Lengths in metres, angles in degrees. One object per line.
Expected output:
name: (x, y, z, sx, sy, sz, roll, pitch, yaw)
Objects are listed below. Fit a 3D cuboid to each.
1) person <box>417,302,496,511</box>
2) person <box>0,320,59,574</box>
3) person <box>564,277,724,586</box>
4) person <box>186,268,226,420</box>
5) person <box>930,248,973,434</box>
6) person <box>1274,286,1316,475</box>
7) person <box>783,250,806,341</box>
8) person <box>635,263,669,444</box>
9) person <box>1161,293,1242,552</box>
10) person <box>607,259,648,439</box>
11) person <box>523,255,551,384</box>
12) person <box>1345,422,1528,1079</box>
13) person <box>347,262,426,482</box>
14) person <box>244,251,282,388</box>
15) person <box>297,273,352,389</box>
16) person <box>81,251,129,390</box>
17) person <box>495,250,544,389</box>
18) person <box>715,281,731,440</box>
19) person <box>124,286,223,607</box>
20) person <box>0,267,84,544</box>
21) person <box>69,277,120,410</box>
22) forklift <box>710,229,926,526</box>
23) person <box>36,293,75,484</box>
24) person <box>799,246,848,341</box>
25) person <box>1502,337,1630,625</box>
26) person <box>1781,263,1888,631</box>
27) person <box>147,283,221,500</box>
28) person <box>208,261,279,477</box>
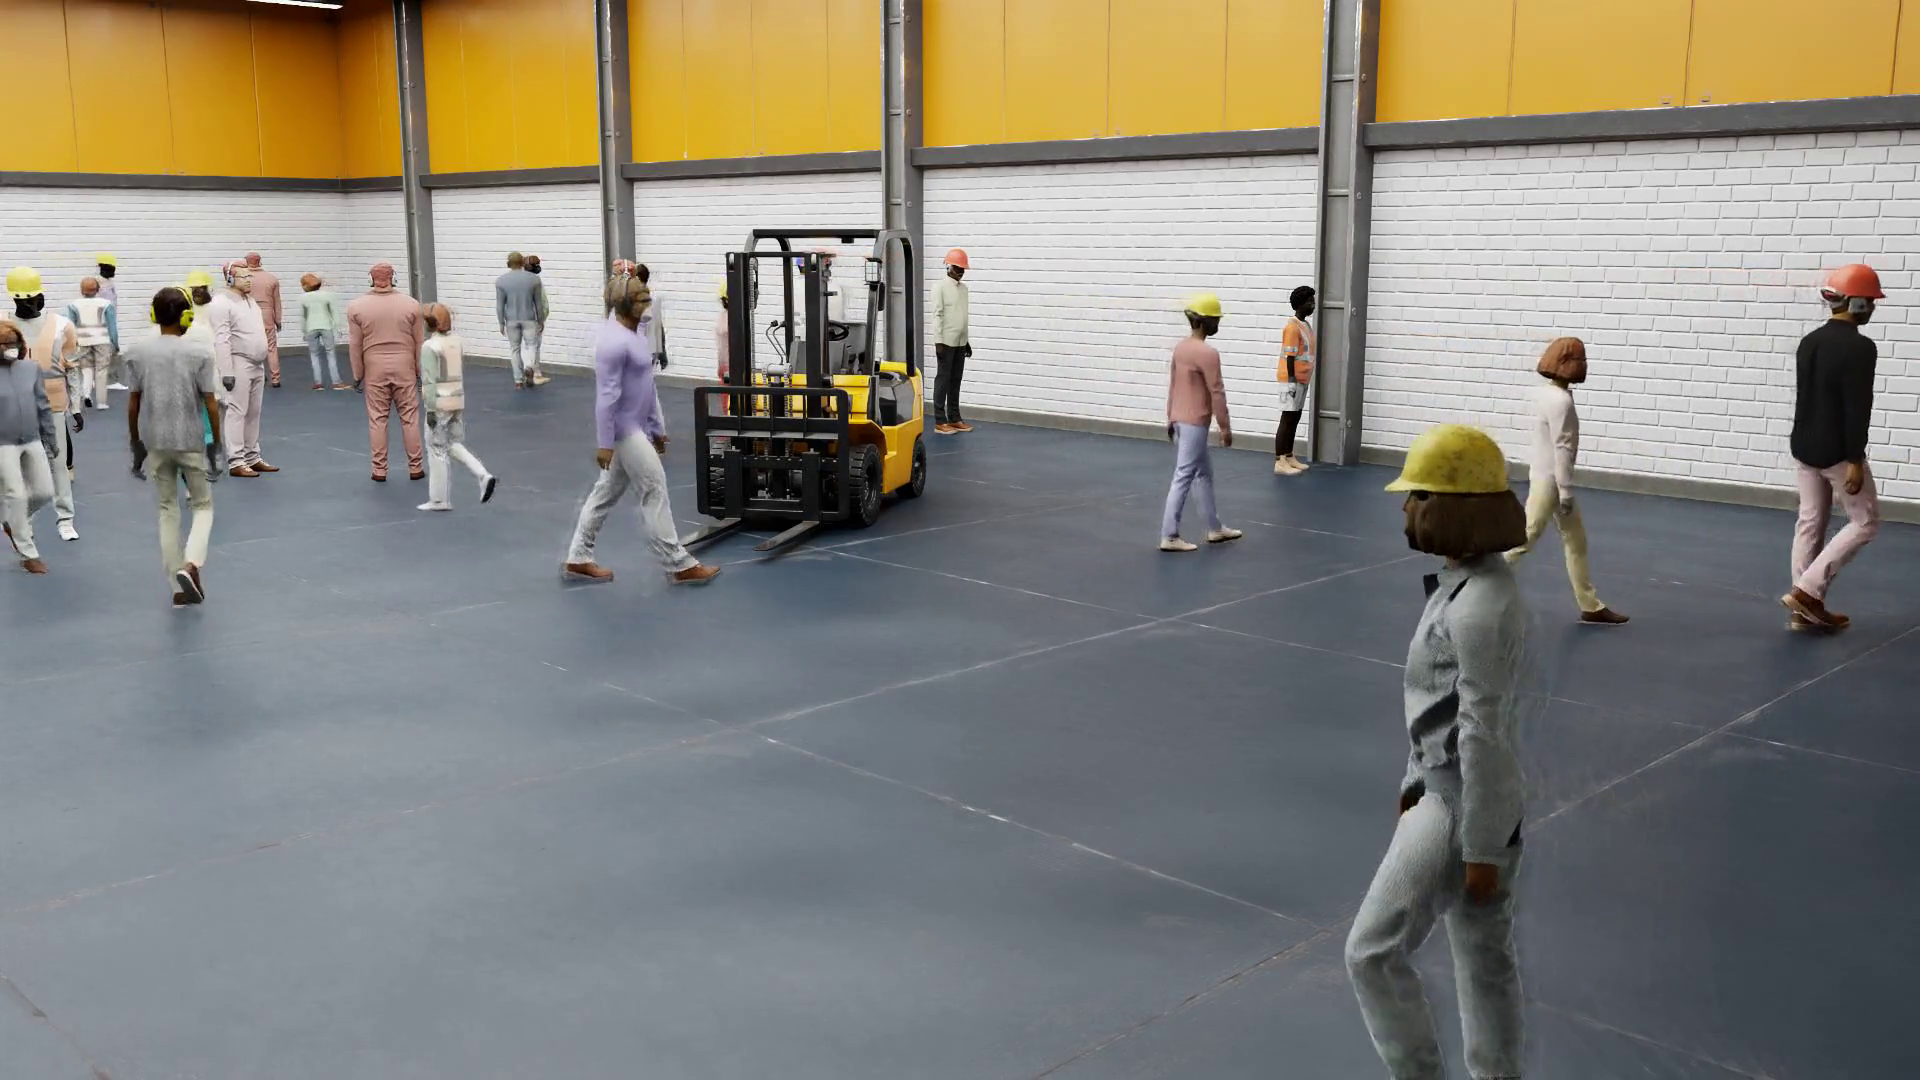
person: (-3.942, -1.020, 12.818, 0.534, 1.623, 0.527, 3, 11, 14)
person: (-6.014, -0.592, 10.524, 0.503, 1.612, 0.541, 6, 12, 28)
person: (-1.992, -0.649, 10.117, 1.015, 1.886, 0.650, 0, 10, 1)
person: (-7.417, -1.774, 16.438, 0.609, 1.812, 0.631, -1, 10, -7)
person: (-0.071, -2.146, 17.989, 0.391, 1.988, 0.611, 7, 12, 34)
person: (3.006, -1.428, 14.894, 0.322, 1.690, 0.532, 5, 11, 24)
person: (-1.840, -2.491, 19.977, 0.605, 1.951, 0.383, 6, 12, 28)
person: (-3.289, -1.906, 17.077, 0.717, 1.841, 0.551, 5, 11, 23)
person: (1.693, -0.787, 11.237, 0.784, 1.733, 0.553, -3, 11, -18)
person: (-3.121, -1.665, 15.592, 0.410, 1.909, 0.642, -4, 11, -20)
person: (-6.130, -3.167, 23.954, 0.429, 1.845, 0.621, 1, 10, 4)
person: (1.074, 0.602, 3.722, 0.530, 1.728, 0.484, 4, 11, 22)
person: (-4.958, -1.455, 14.461, 0.638, 1.903, 0.409, -4, 11, -19)
person: (-9.827, -3.071, 23.256, 0.648, 1.907, 0.401, -7, 13, -35)
person: (-8.820, -2.890, 23.078, 0.656, 1.605, 0.363, -3, 11, -16)
person: (-11.752, -2.996, 22.828, 0.529, 1.908, 0.618, 0, 10, -2)
person: (-6.054, -3.014, 22.893, 0.639, 1.924, 0.709, -3, 11, -15)
person: (-2.118, -1.588, 15.691, 0.353, 1.724, 0.626, -5, 11, -25)
person: (-4.484, -0.506, 9.457, 0.541, 1.849, 0.475, -2, 11, -12)
person: (-6.421, -0.930, 11.555, 0.585, 1.917, 0.382, -5, 12, -28)
person: (-10.564, -2.393, 20.320, 0.528, 1.624, 0.372, -1, 10, -8)
forklift: (-1.050, -1.319, 12.920, 1.214, 2.155, 2.313, 2, 11, 13)
person: (-7.819, -1.293, 14.130, 0.321, 1.697, 0.529, 6, 12, 28)
person: (-1.293, -1.794, 15.966, 0.539, 2.024, 0.636, 8, 13, 36)
person: (3.221, -0.315, 9.083, 0.865, 1.593, 0.511, 3, 11, 16)
person: (4.672, -0.471, 8.870, 0.437, 1.979, 0.646, -1, 10, -6)
person: (-6.203, -1.173, 13.301, 0.536, 1.751, 0.480, -1, 10, -4)
person: (-6.358, -1.519, 14.790, 0.409, 1.906, 0.652, 1, 10, 5)
